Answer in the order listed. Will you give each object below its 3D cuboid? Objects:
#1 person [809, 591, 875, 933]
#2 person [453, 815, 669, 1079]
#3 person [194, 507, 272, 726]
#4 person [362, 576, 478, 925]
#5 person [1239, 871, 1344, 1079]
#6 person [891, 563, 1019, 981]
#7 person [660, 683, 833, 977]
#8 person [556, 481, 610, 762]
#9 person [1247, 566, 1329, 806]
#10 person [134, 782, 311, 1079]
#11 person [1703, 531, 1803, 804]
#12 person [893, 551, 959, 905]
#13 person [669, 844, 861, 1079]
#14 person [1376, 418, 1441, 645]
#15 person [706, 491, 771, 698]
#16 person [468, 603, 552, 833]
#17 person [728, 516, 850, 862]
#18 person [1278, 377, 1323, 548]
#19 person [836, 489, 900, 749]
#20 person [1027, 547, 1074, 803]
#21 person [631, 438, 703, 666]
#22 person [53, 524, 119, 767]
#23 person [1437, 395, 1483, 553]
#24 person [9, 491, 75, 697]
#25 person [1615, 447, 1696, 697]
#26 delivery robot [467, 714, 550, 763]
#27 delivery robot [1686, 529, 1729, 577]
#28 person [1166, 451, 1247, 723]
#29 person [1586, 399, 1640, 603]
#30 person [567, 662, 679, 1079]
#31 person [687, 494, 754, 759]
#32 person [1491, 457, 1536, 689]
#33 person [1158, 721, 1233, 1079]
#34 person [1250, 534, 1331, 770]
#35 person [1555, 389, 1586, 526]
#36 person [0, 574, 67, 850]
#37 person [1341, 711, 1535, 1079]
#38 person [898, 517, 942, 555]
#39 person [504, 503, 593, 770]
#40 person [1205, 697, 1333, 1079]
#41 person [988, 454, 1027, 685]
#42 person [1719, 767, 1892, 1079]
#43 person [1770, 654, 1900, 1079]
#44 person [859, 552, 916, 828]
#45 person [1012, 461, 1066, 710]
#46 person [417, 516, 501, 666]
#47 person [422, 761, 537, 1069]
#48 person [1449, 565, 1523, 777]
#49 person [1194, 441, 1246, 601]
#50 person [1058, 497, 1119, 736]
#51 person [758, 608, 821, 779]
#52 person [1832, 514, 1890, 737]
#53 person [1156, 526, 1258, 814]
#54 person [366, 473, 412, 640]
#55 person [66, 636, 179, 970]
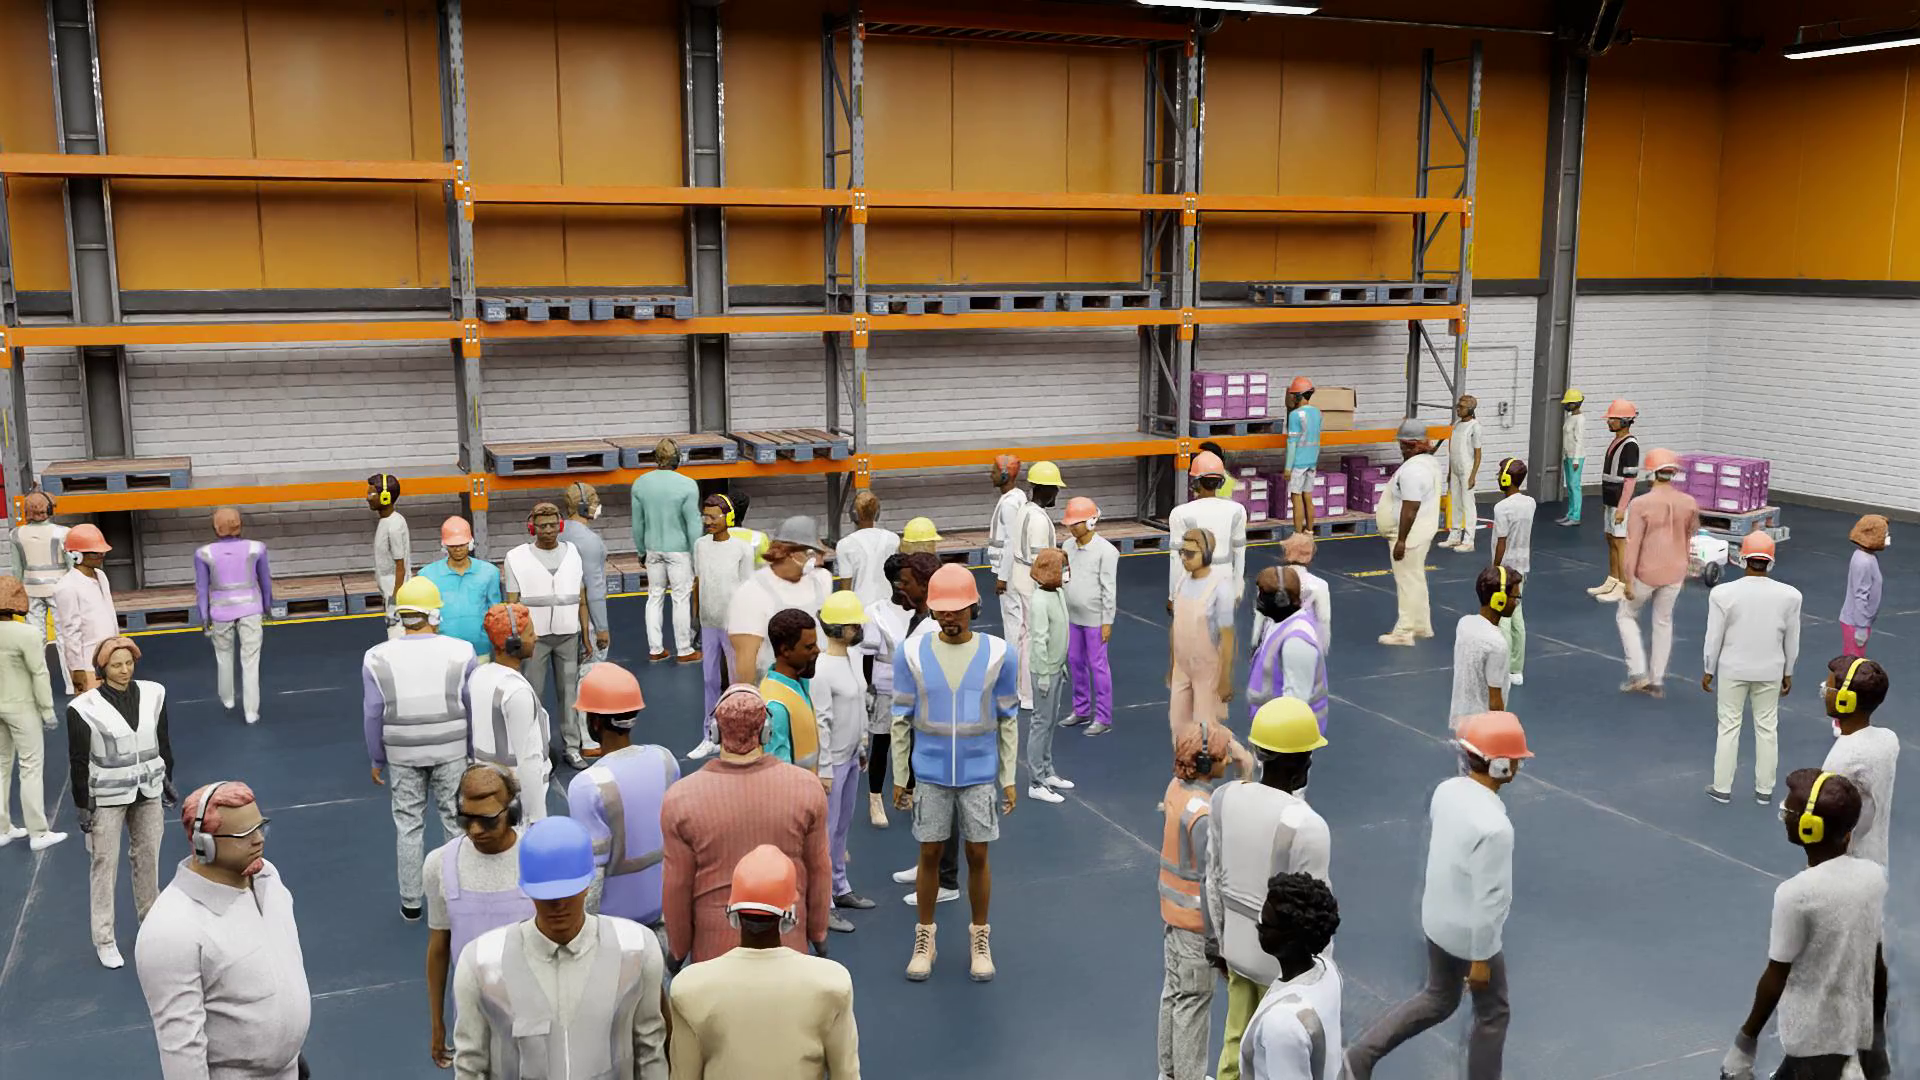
[{"bbox_3d":[-0.615,1.135,8.671,0.321,1.767,0.523,3,10,18],"label":"person"},{"bbox_3d":[-1.131,1.719,4.771,0.602,1.949,0.395,-3,10,-19],"label":"person"},{"bbox_3d":[-5.444,0.551,12.511,0.517,1.604,0.820,-4,11,-21],"label":"person"},{"bbox_3d":[-2.789,1.098,8.696,0.592,1.828,0.404,-3,10,-15],"label":"person"},{"bbox_3d":[0.988,1.807,4.984,0.318,1.700,0.535,4,11,21],"label":"person"},{"bbox_3d":[-0.026,1.115,7.978,0.615,2.042,0.376,0,10,2],"label":"person"},{"bbox_3d":[-0.801,1.478,6.282,0.637,1.911,0.406,-2,10,-13],"label":"person"},{"bbox_3d":[-2.605,0.557,11.499,0.372,1.940,0.627,-8,13,-39],"label":"person"},{"bbox_3d":[1.770,1.044,9.016,0.431,1.833,0.645,1,10,5],"label":"person"},{"bbox_3d":[-2.218,1.672,5.168,0.409,1.909,0.642,1,10,4],"label":"person"},{"bbox_3d":[5.014,0.810,10.573,0.560,1.752,0.326,2,10,11],"label":"person"},{"bbox_3d":[-0.150,1.005,8.976,0.396,1.919,0.590,-2,10,-9],"label":"person"},{"bbox_3d":[-0.584,1.772,5.028,0.573,1.749,0.339,-1,10,-6],"label":"person"},{"bbox_3d":[3.992,-0.082,14.885,0.535,2.000,0.709,6,11,30],"label":"person"},{"bbox_3d":[-1.692,0.470,12.690,0.529,1.697,0.321,0,10,-1],"label":"person"},{"bbox_3d":[-2.087,1.224,7.817,0.356,1.883,0.572,-8,13,-38],"label":"person"},{"bbox_3d":[-0.978,0.843,9.557,0.788,2.000,0.717,-8,12,-38],"label":"person"},{"bbox_3d":[4.023,-0.910,19.692,0.394,2.037,0.603,9,13,42],"label":"person"},{"bbox_3d":[-0.652,0.558,11.761,0.507,1.847,0.343,-6,11,-30],"label":"person"},{"bbox_3d":[0.580,0.850,10.690,0.286,1.633,0.499,3,10,17],"label":"person"},{"bbox_3d":[-2.471,0.105,14.101,0.630,1.938,0.366,4,10,19],"label":"person"},{"bbox_3d":[-5.654,0.758,10.871,0.333,1.749,0.574,-1,10,-5],"label":"person"},{"bbox_3d":[5.882,-0.779,19.465,0.345,1.847,0.508,-4,10,-20],"label":"person"},{"bbox_3d":[-7.167,0.431,13.084,0.514,1.641,0.307,0,10,-3],"label":"person"},{"bbox_3d":[5.470,0.258,13.093,0.635,1.976,0.424,-2,10,-9],"label":"person"},{"bbox_3d":[-3.110,1.280,11.047,0.707,0.478,0.477,-6,11,-30],"label":"delivery robot"},{"bbox_3d":[7.879,0.131,17.666,0.477,0.478,0.707,10,14,43],"label":"delivery robot"},{"bbox_3d":[1.807,0.361,12.326,0.607,2.044,0.377,-3,10,-18],"label":"person"},{"bbox_3d":[6.570,-0.391,16.658,0.370,2.044,0.608,1,10,6],"label":"person"},{"bbox_3d":[-1.333,1.428,6.484,0.367,1.935,0.552,6,11,29],"label":"person"},{"bbox_3d":[-1.647,0.603,11.429,0.509,1.872,0.328,5,11,24],"label":"person"},{"bbox_3d":[4.391,0.267,13.367,0.514,1.872,0.328,-9,13,-42],"label":"person"},{"bbox_3d":[0.957,1.533,6.738,0.306,1.639,0.523,-1,10,-7],"label":"person"},{"bbox_3d":[2.273,0.749,11.357,0.834,1.587,0.522,-9,14,-43],"label":"person"},{"bbox_3d":[7.836,-1.056,21.318,0.338,1.761,0.524,1,10,6],"label":"person"},{"bbox_3d":[-5.569,1.012,9.785,0.504,1.628,0.279,3,10,14],"label":"person"},{"bbox_3d":[1.917,1.516,6.611,0.711,1.724,0.567,-1,10,-6],"label":"person"},{"bbox_3d":[-0.278,0.709,11.186,0.312,1.744,0.487,-3,10,-16],"label":"person"},{"bbox_3d":[-2.764,0.656,11.195,0.569,1.845,0.385,-6,11,-30],"label":"person"},{"bbox_3d":[1.139,1.510,6.038,0.373,1.928,0.584,-6,12,-33],"label":"person"},{"bbox_3d":[0.390,0.238,13.495,0.353,1.883,0.573,1,10,8],"label":"person"},{"bbox_3d":[2.837,1.658,5.522,0.521,1.830,0.974,-7,12,-35],"label":"person"},{"bbox_3d":[3.637,1.392,6.883,0.520,1.873,0.328,-9,13,-41],"label":"person"},{"bbox_3d":[-0.360,0.908,10.173,0.540,1.695,0.318,-5,11,-27],"label":"person"},{"bbox_3d":[0.604,0.350,12.755,0.397,1.920,0.586,-1,10,-6],"label":"person"},{"bbox_3d":[-3.350,0.704,11.182,0.559,1.752,0.326,-4,11,-23],"label":"person"},{"bbox_3d":[-1.551,1.626,5.652,0.515,1.835,0.359,0,10,0],"label":"person"},{"bbox_3d":[2.806,1.046,8.934,0.338,1.855,0.526,-1,10,-7],"label":"person"},{"bbox_3d":[2.475,-0.133,16.192,0.558,1.683,0.546,-6,11,-30],"label":"person"},{"bbox_3d":[0.904,0.546,12.145,0.354,1.737,0.574,-8,12,-38],"label":"person"},{"bbox_3d":[-0.795,1.259,7.581,0.375,1.893,0.599,0,10,-1],"label":"person"},{"bbox_3d":[6.508,0.621,12.008,0.286,1.633,0.500,6,11,30],"label":"person"},{"bbox_3d":[1.546,0.805,10.419,0.612,1.832,0.517,-6,12,-33],"label":"person"},{"bbox_3d":[-4.250,0.431,12.417,0.328,1.873,0.518,-4,11,-22],"label":"person"},{"bbox_3d":[-4.129,1.273,8.233,0.311,1.638,0.523,6,12,32],"label":"person"}]
